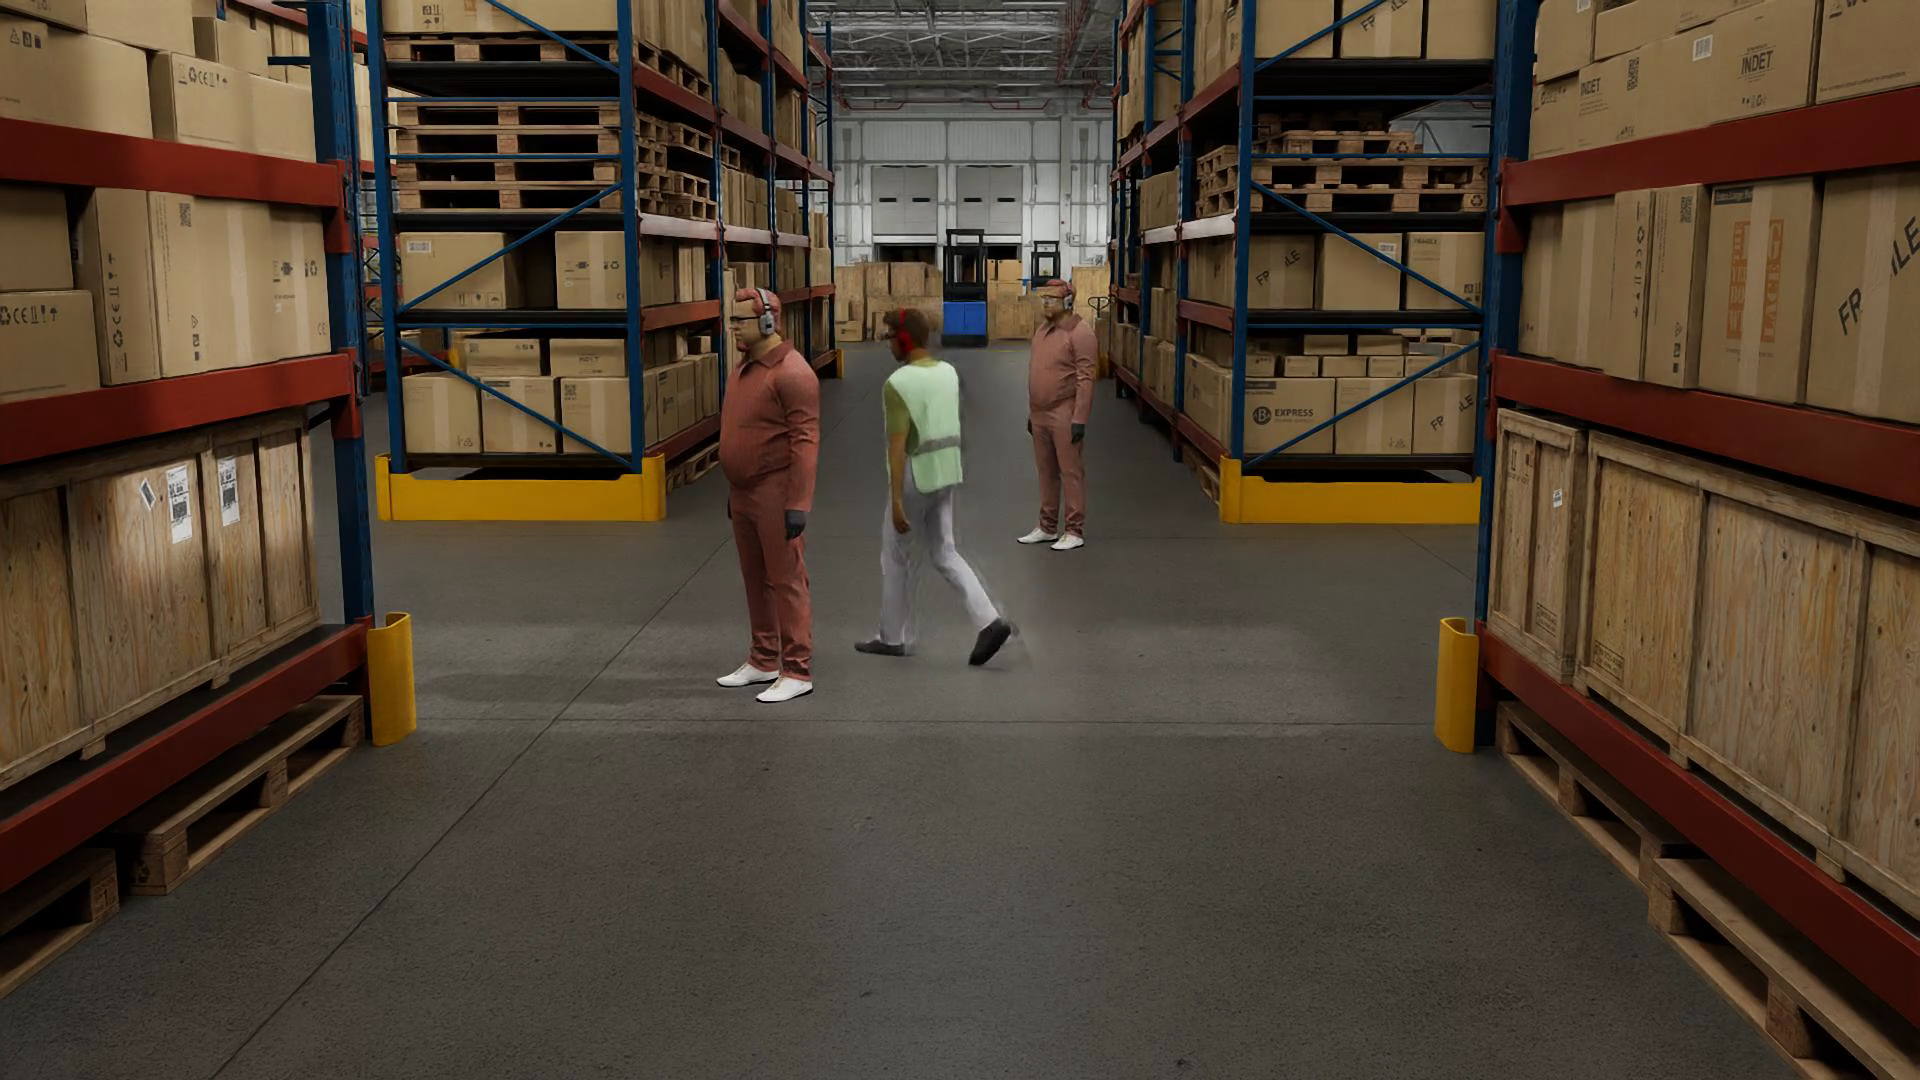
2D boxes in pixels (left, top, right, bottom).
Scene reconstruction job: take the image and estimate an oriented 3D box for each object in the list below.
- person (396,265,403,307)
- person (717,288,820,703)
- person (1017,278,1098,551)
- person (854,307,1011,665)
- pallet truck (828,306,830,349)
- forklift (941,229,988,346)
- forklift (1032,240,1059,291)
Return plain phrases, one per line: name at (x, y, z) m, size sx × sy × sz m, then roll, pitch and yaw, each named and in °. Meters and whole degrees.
person at (-22.579, -10.056, 66.686) m, size 0.719 × 1.908 × 0.604 m, roll 3°, pitch 10°, yaw 17°
person at (-0.916, -0.206, 7.709) m, size 0.401 × 1.906 × 0.649 m, roll -7°, pitch 12°, yaw -35°
person at (0.679, -0.888, 11.780) m, size 0.408 × 1.913 × 0.641 m, roll -7°, pitch 12°, yaw -35°
person at (-0.151, -0.263, 8.335) m, size 0.853 × 1.810 × 0.578 m, roll 7°, pitch 12°, yaw 36°
pallet truck at (-3.100, -3.940, 29.800) m, size 1.885 × 1.965 × 0.823 m, roll 3°, pitch 10°, yaw 19°
forklift at (0.124, -6.117, 40.203) m, size 1.129 × 2.768 × 1.873 m, roll 0°, pitch 9°, yaw 1°
forklift at (3.172, -9.648, 61.356) m, size 1.129 × 2.768 × 1.873 m, roll 0°, pitch 9°, yaw 1°
